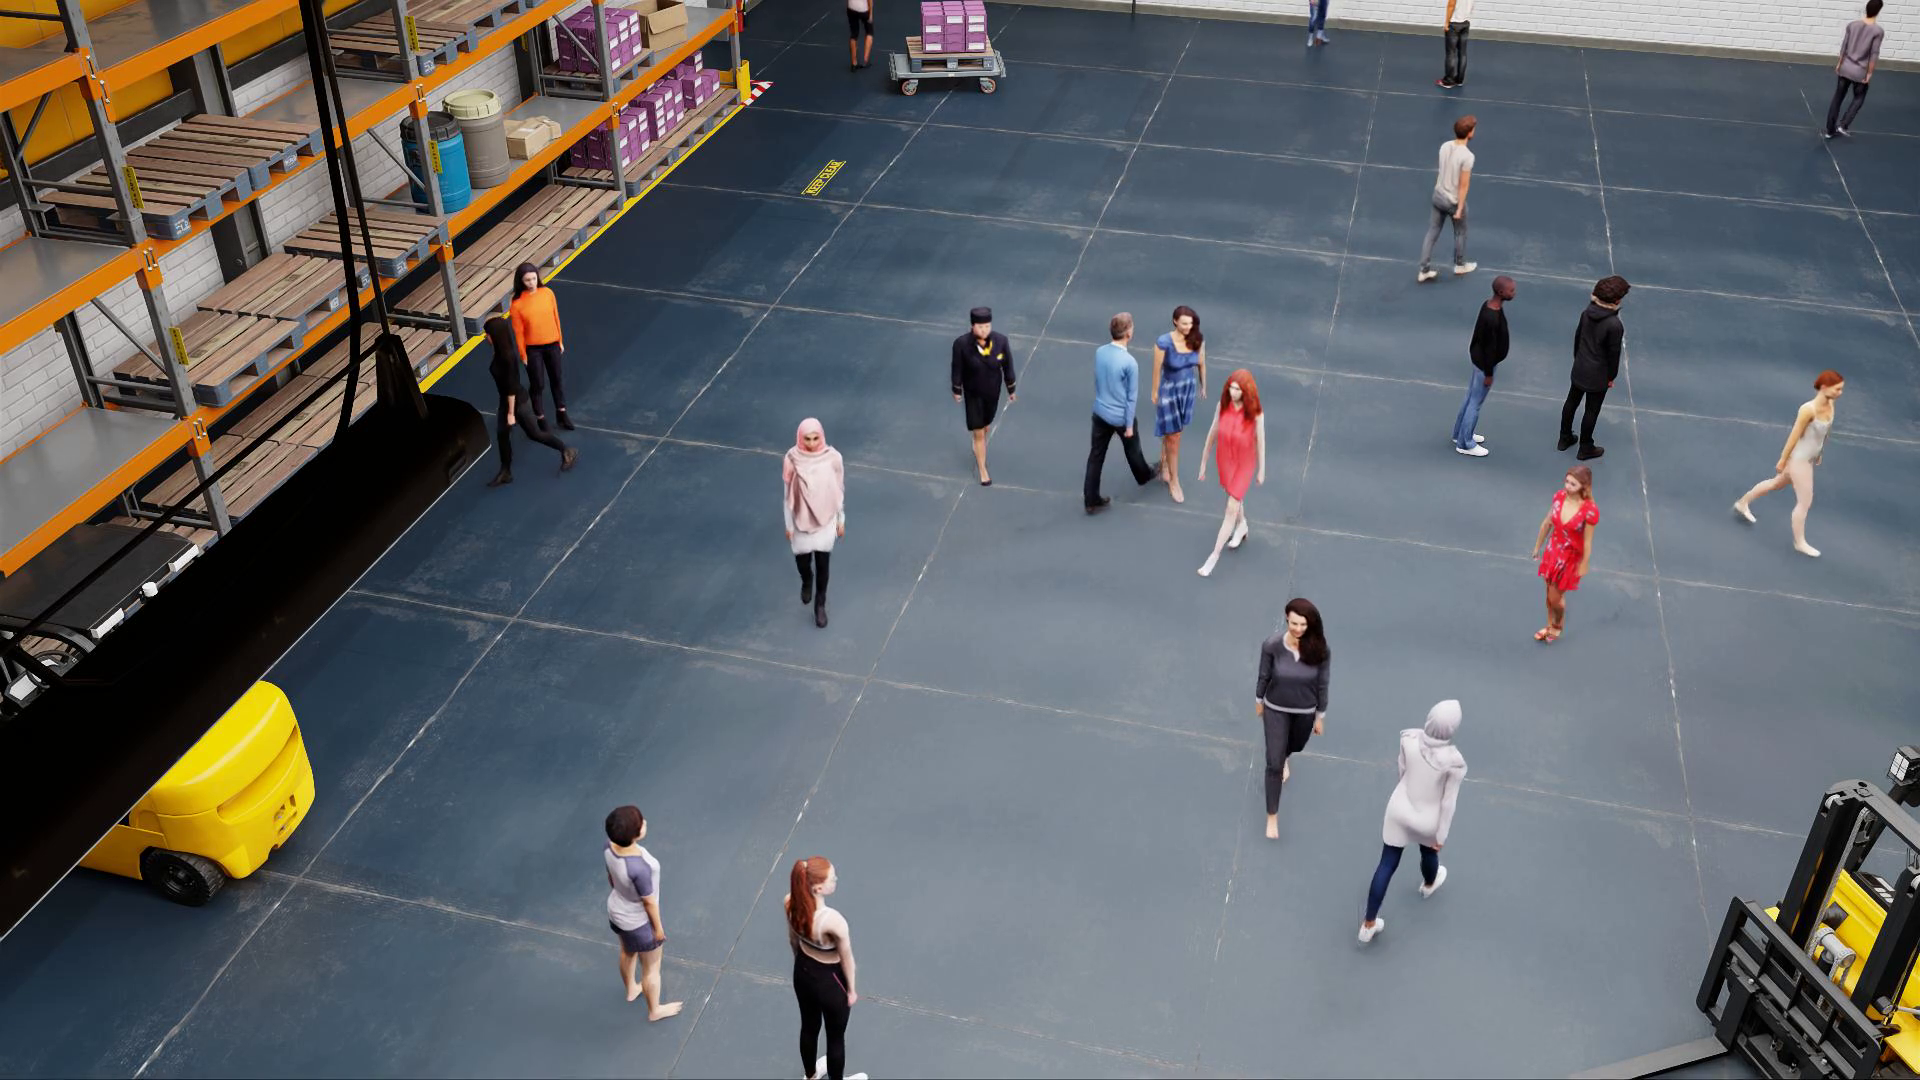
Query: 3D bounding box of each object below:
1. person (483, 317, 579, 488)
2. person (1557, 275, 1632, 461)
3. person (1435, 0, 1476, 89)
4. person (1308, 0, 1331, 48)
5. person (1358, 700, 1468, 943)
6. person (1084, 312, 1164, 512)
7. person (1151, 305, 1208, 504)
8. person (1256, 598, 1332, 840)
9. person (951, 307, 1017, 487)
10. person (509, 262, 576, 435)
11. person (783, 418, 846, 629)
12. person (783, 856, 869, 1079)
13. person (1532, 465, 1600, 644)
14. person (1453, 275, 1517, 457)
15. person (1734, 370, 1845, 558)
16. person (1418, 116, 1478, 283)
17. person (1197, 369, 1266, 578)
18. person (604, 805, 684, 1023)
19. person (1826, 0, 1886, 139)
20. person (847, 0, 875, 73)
[{"bbox_3d":[-3.862,-1.226,14.763,1.124,1.605,0.992,-22,40,-30],"label":"person"},{"bbox_3d":[5.760,-1.572,15.125,0.792,1.779,0.733,-18,38,-25],"label":"person"},{"bbox_3d":[7.185,-7.440,23.936,0.702,1.799,0.751,-16,37,-22],"label":"person"},{"bbox_3d":[5.554,-8.391,25.537,0.800,1.610,0.815,-20,38,-27],"label":"person"},{"bbox_3d":[2.740,1.742,10.183,0.944,1.731,1.218,25,41,33],"label":"person"},{"bbox_3d":[1.260,-1.055,14.362,1.239,1.765,1.051,-26,42,-34],"label":"person"},{"bbox_3d":[1.862,-1.272,14.665,0.917,1.789,0.989,-16,37,-22],"label":"person"},{"bbox_3d":[2.218,1.077,11.180,0.783,1.736,1.139,1,34,1],"label":"person"},{"bbox_3d":[0.189,-1.354,14.924,1.003,1.639,1.162,-8,34,-12],"label":"person"},{"bbox_3d":[-3.916,-1.790,15.481,0.661,1.748,0.766,-27,42,-35],"label":"person"},{"bbox_3d":[-1.159,-0.181,13.017,0.796,1.797,0.858,-6,34,-9],"label":"person"},{"bbox_3d":[-0.770,2.424,9.147,0.649,1.742,0.635,23,40,30],"label":"person"},{"bbox_3d":[4.703,0.103,12.786,0.782,1.580,0.724,-20,38,-27],"label":"person"},{"bbox_3d":[4.795,-1.616,15.221,0.677,1.748,0.509,4,34,7],"label":"person"},{"bbox_3d":[6.994,-0.717,14.002,1.062,1.599,1.020,-24,40,-31],"label":"person"},{"bbox_3d":[5.304,-3.707,18.259,1.110,1.866,1.025,-22,39,-29],"label":"person"},{"bbox_3d":[2.313,-0.619,13.691,0.930,1.781,1.202,24,40,31],"label":"person"},{"bbox_3d":[-1.893,2.159,9.706,0.674,1.565,0.652,-28,43,-35],"label":"person"},{"bbox_3d":[11.828,-6.229,22.076,0.835,1.841,0.804,-26,42,-33],"label":"person"},{"bbox_3d":[-1.531,-7.764,24.486,0.668,1.730,0.663,11,35,16],"label":"person"}]
